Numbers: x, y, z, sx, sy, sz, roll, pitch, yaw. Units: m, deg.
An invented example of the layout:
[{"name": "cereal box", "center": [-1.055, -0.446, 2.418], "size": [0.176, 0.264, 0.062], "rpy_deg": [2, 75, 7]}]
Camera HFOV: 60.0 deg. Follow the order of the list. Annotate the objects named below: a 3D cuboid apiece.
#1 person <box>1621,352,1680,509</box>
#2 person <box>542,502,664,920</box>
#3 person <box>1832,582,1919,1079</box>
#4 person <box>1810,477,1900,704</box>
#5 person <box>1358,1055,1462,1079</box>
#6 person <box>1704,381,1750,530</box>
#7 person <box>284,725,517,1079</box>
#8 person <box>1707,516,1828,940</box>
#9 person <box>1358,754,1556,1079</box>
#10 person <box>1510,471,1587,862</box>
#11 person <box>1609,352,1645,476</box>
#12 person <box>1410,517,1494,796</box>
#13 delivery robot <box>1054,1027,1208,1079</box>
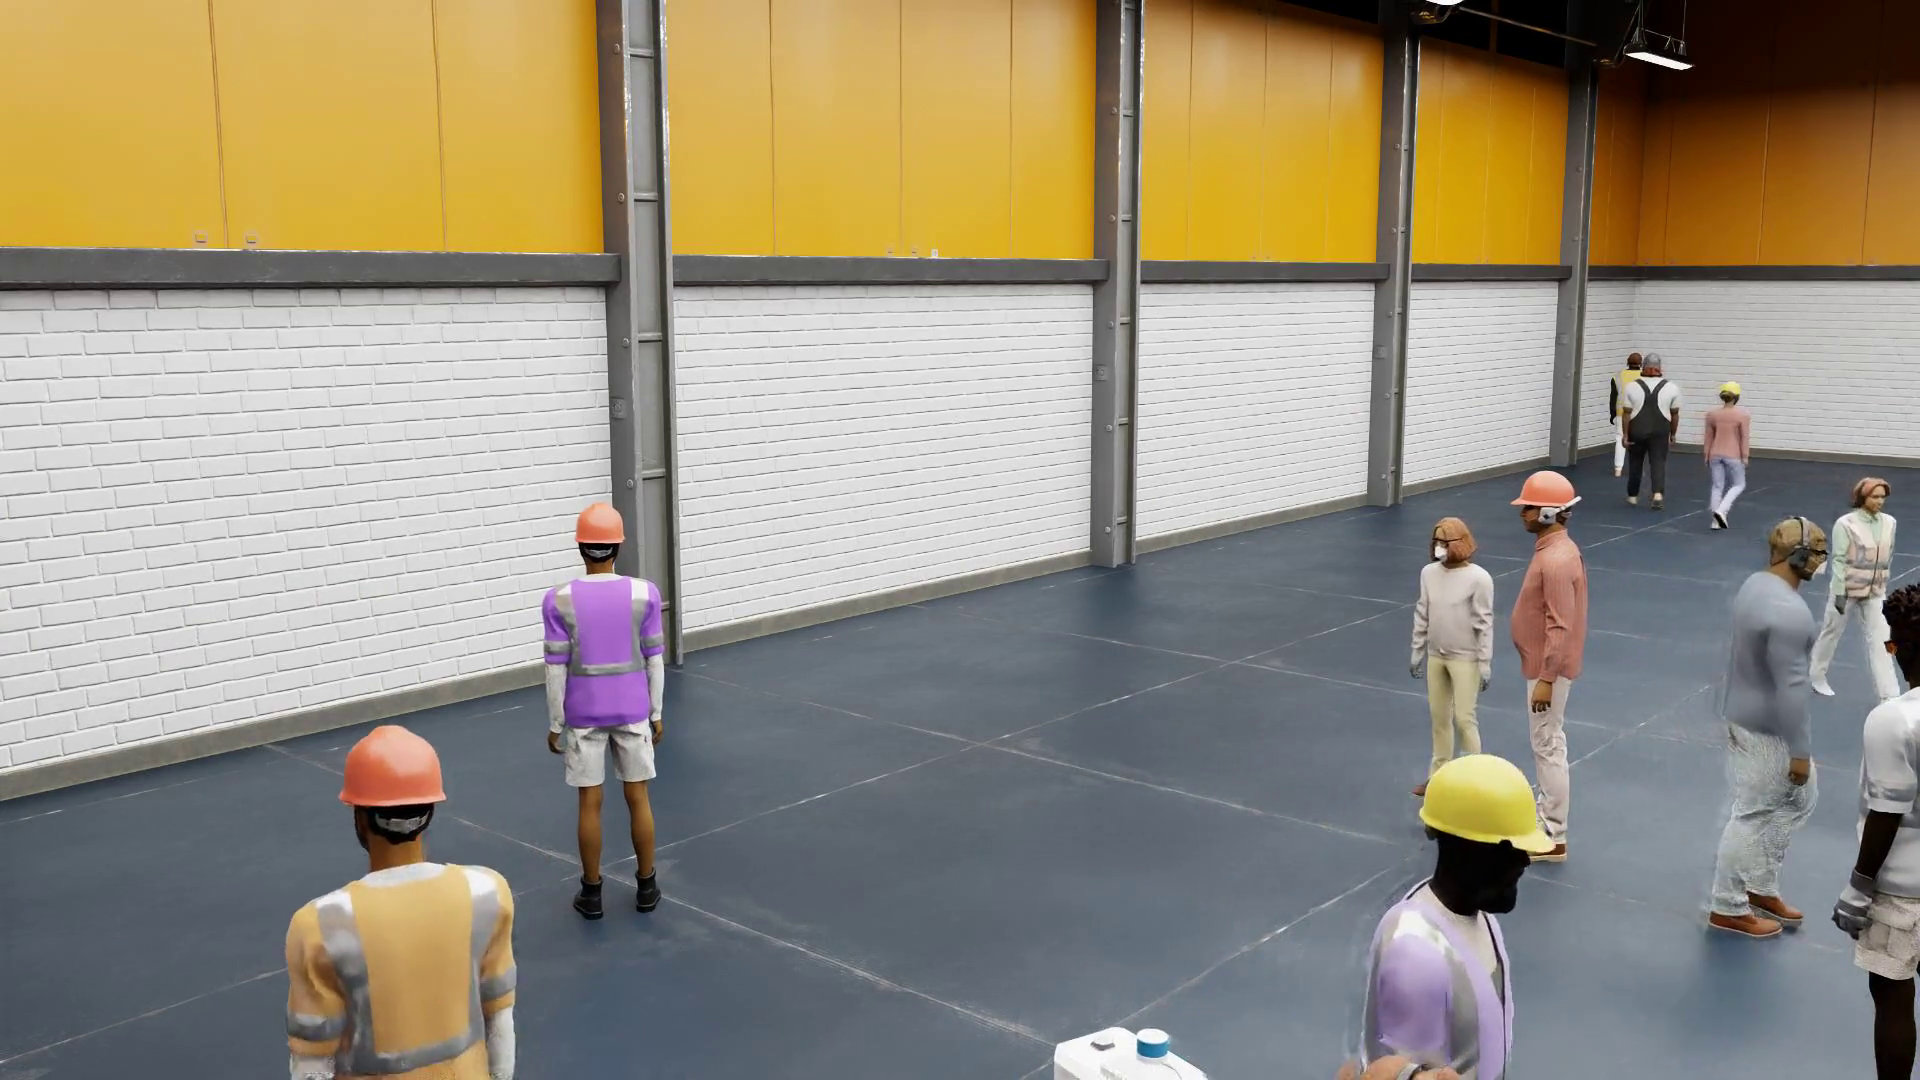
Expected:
[{"name": "person", "center": [8.846, -1.430, 21.339], "size": [0.689, 2.000, 0.954], "rpy_deg": [3, 10, 18]}, {"name": "person", "center": [-1.644, 0.790, 7.716], "size": [0.544, 1.939, 0.372], "rpy_deg": [-3, 9, -16]}, {"name": "person", "center": [3.218, 1.114, 5.621], "size": [0.602, 1.958, 0.381], "rpy_deg": [-4, 10, -23]}, {"name": "person", "center": [6.230, 0.360, 11.497], "size": [0.539, 1.586, 0.879], "rpy_deg": [-2, 9, -11]}, {"name": "person", "center": [0.786, 1.702, 3.073], "size": [0.881, 1.584, 0.529], "rpy_deg": [8, 12, 41]}, {"name": "person", "center": [8.906, -0.970, 19.339], "size": [0.403, 1.752, 0.538], "rpy_deg": [-7, 12, -38]}, {"name": "person", "center": [-1.280, 1.404, 3.950], "size": [0.544, 1.913, 0.733], "rpy_deg": [-7, 11, -37]}, {"name": "person", "center": [3.666, 0.848, 7.411], "size": [0.587, 1.915, 0.664], "rpy_deg": [2, 9, 14]}, {"name": "person", "center": [1.070, 1.416, 3.870], "size": [0.563, 1.909, 0.605], "rpy_deg": [5, 10, 30]}, {"name": "person", "center": [2.974, 0.639, 8.492], "size": [0.395, 1.991, 0.622], "rpy_deg": [3, 10, 18]}, {"name": "person", "center": [9.933, -1.847, 24.582], "size": [0.633, 1.841, 0.429], "rpy_deg": [4, 10, 26]}, {"name": "person", "center": [2.773, 0.681, 9.374], "size": [0.279, 1.630, 0.527], "rpy_deg": [-6, 11, -32]}, {"name": "delivery robot", "center": [0.613, 1.813, 5.328], "size": [0.477, 0.478, 0.707], "rpy_deg": [-6, 11, -32]}]
